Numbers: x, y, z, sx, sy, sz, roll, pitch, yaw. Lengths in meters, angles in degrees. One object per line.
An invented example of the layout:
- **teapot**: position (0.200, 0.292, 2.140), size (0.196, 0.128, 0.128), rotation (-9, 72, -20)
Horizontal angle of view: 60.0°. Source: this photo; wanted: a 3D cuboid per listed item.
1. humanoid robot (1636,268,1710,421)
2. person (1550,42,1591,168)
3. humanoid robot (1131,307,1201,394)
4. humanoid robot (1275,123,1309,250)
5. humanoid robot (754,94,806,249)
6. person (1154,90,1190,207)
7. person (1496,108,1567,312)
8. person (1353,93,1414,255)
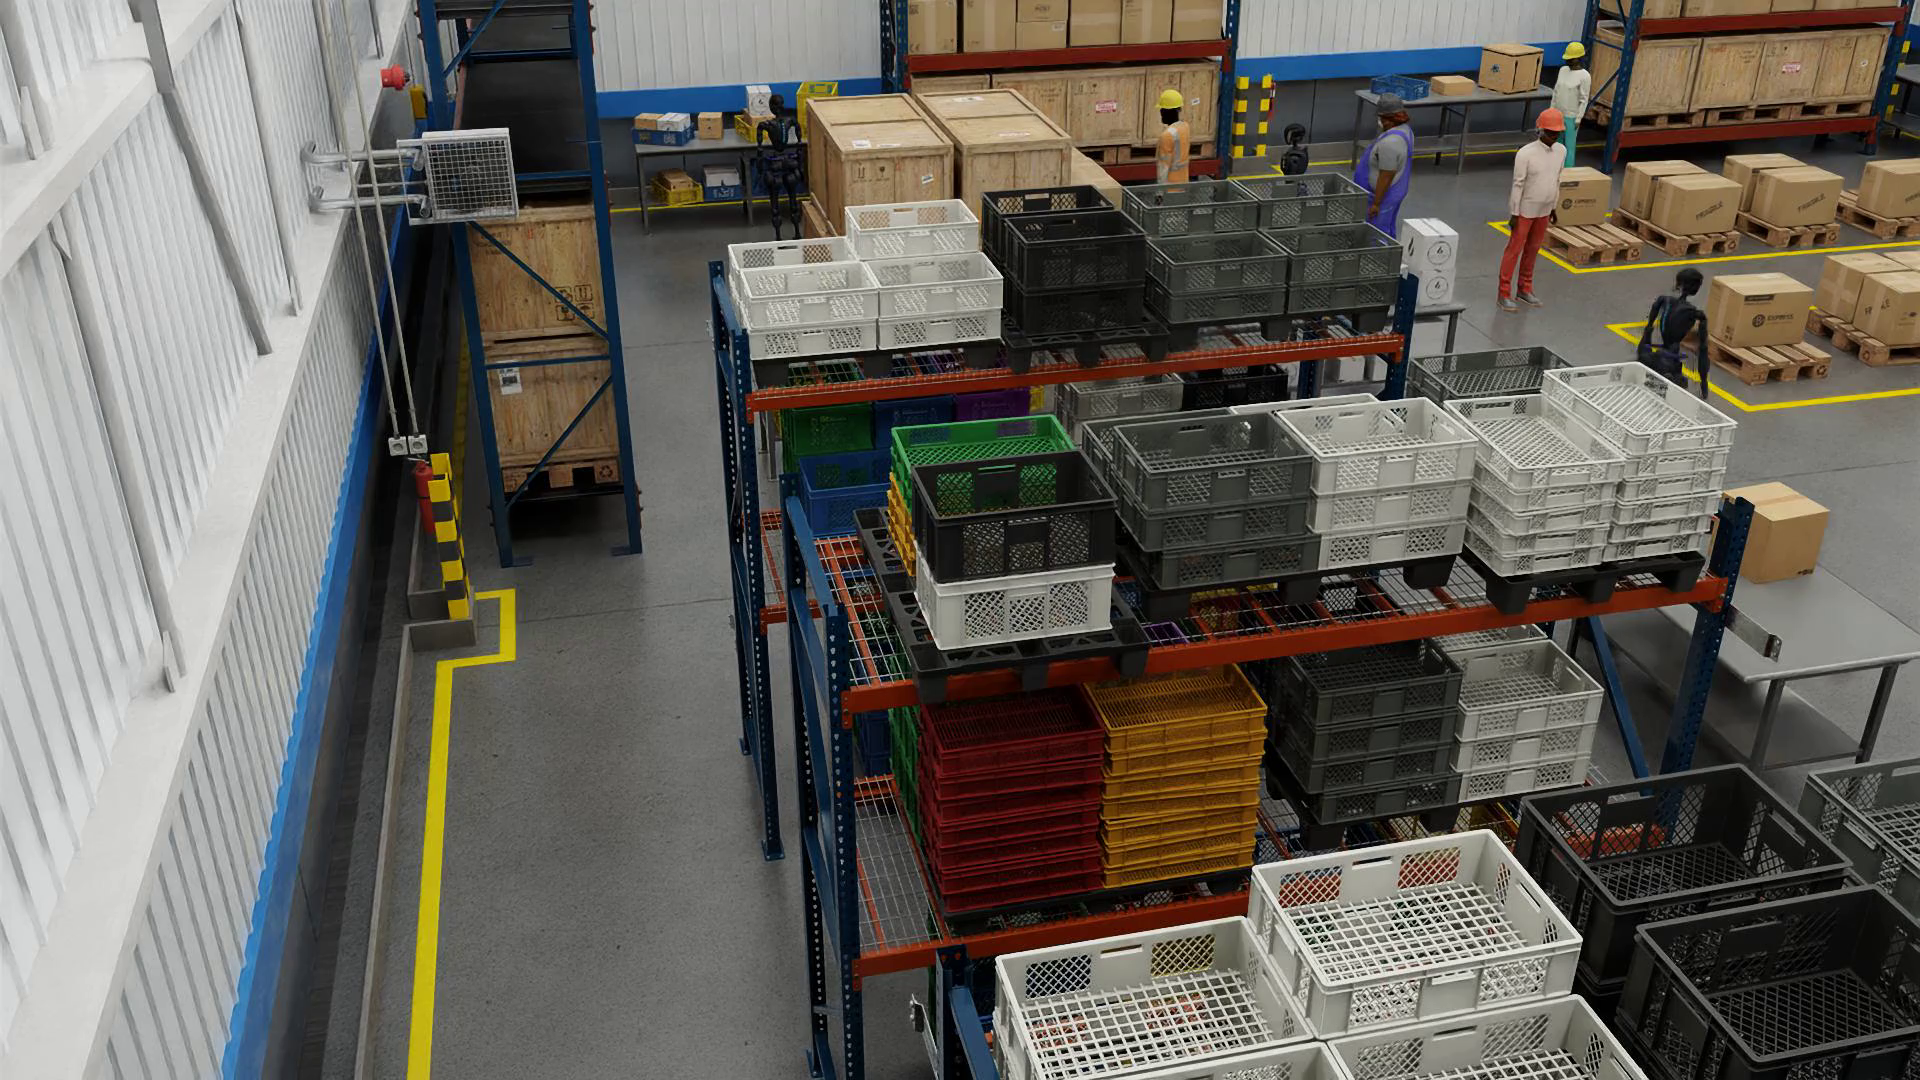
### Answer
- **humanoid robot**: position (5.617, -1.356, 13.157), size (0.668, 1.638, 0.604), rotation (-10, 29, -18)
- **person**: position (7.373, -5.168, 20.254), size (0.325, 1.759, 0.523), rotation (-13, 30, -23)
- **humanoid robot**: position (1.607, -1.099, 12.653), size (0.736, 1.624, 0.579), rotation (0, 28, 0)
- **humanoid robot**: position (3.390, -3.457, 17.092), size (0.340, 1.655, 0.578), rotation (5, 28, 10)
- **humanoid robot**: position (-1.963, -4.040, 18.189), size (0.608, 1.654, 0.321), rotation (-16, 32, -28)
- **person**: position (2.178, -3.720, 17.343), size (0.399, 1.919, 0.579), rotation (13, 30, 23)
- **person**: position (5.653, -3.247, 16.357), size (0.611, 1.995, 0.387), rotation (-12, 30, -22)
- **person**: position (4.234, -3.503, 16.795), size (0.537, 2.000, 0.677), rotation (13, 31, 24)
